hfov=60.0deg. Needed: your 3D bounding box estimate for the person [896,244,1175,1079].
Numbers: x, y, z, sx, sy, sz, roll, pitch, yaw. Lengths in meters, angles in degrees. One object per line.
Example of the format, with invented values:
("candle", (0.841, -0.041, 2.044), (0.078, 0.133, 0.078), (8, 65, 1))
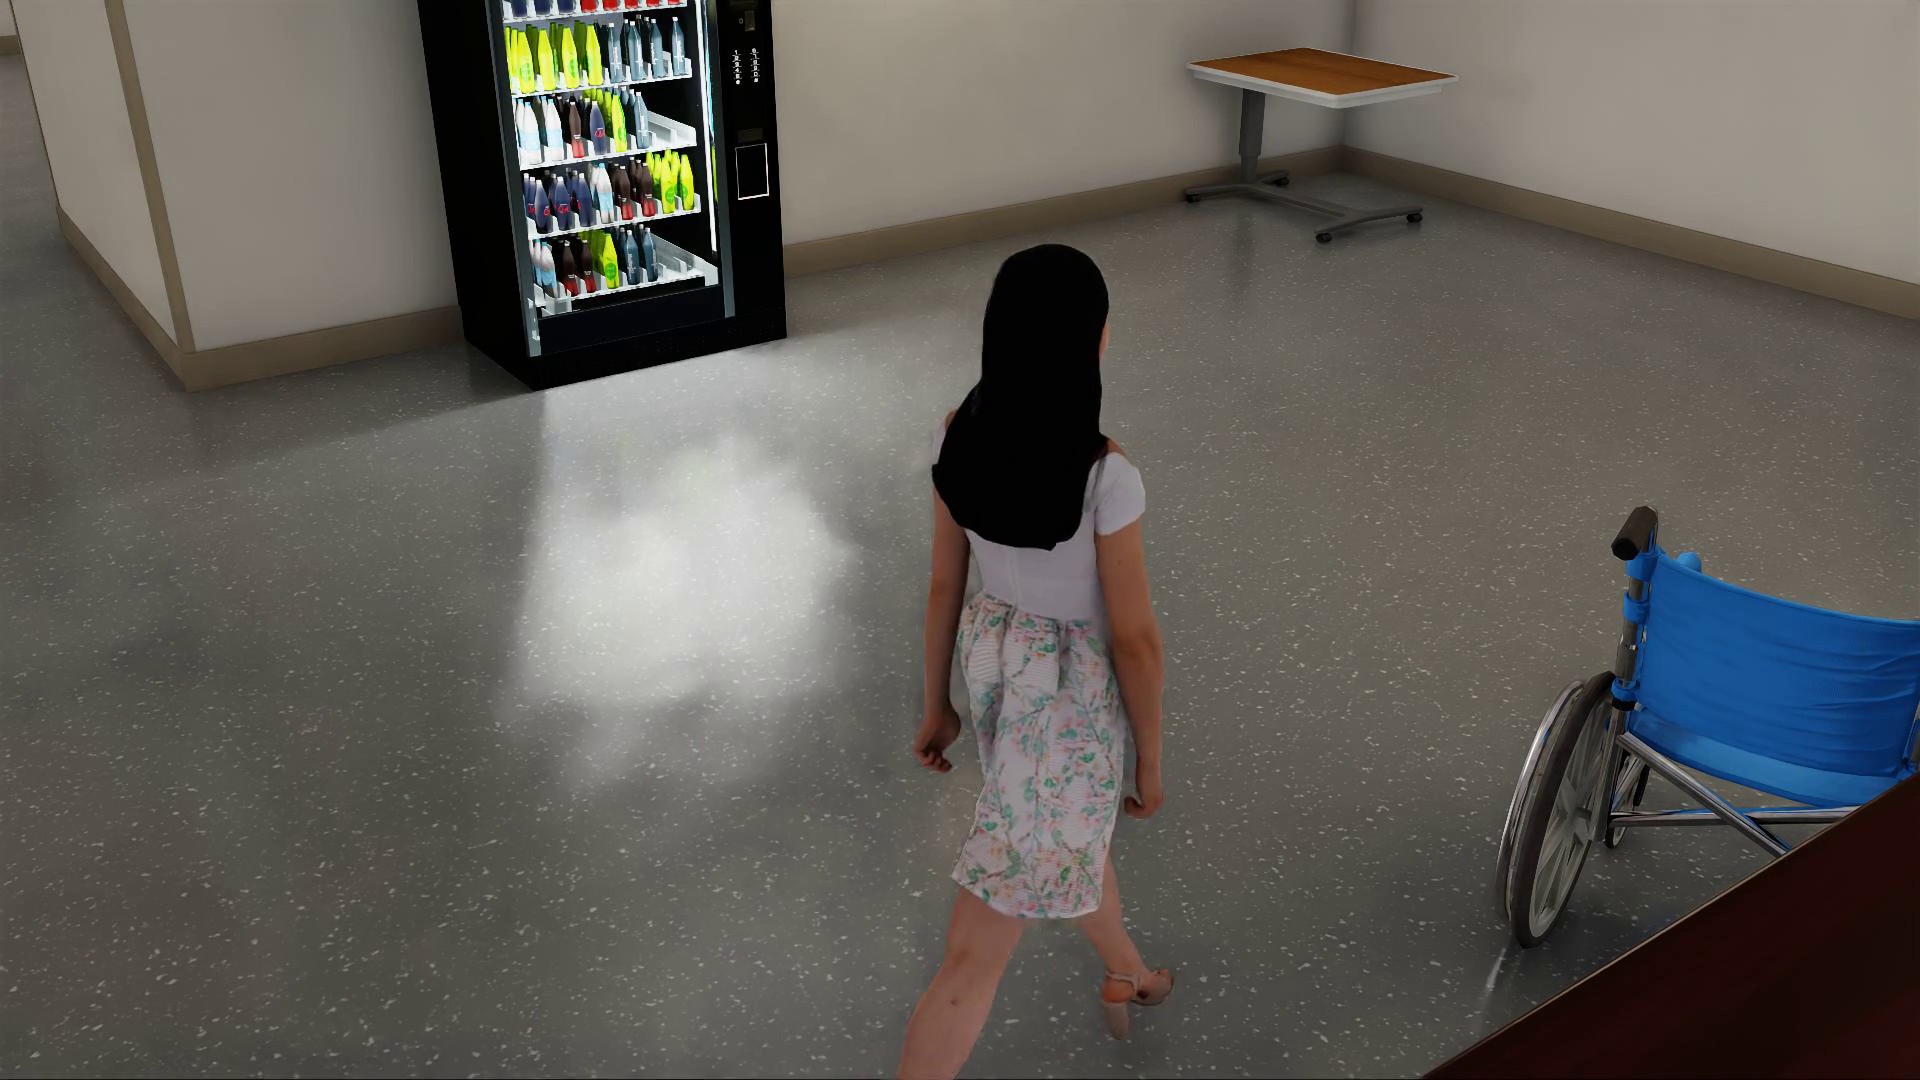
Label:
("person", (0.079, 0.413, 2.842), (0.782, 1.722, 1.261), (21, 33, 36))
